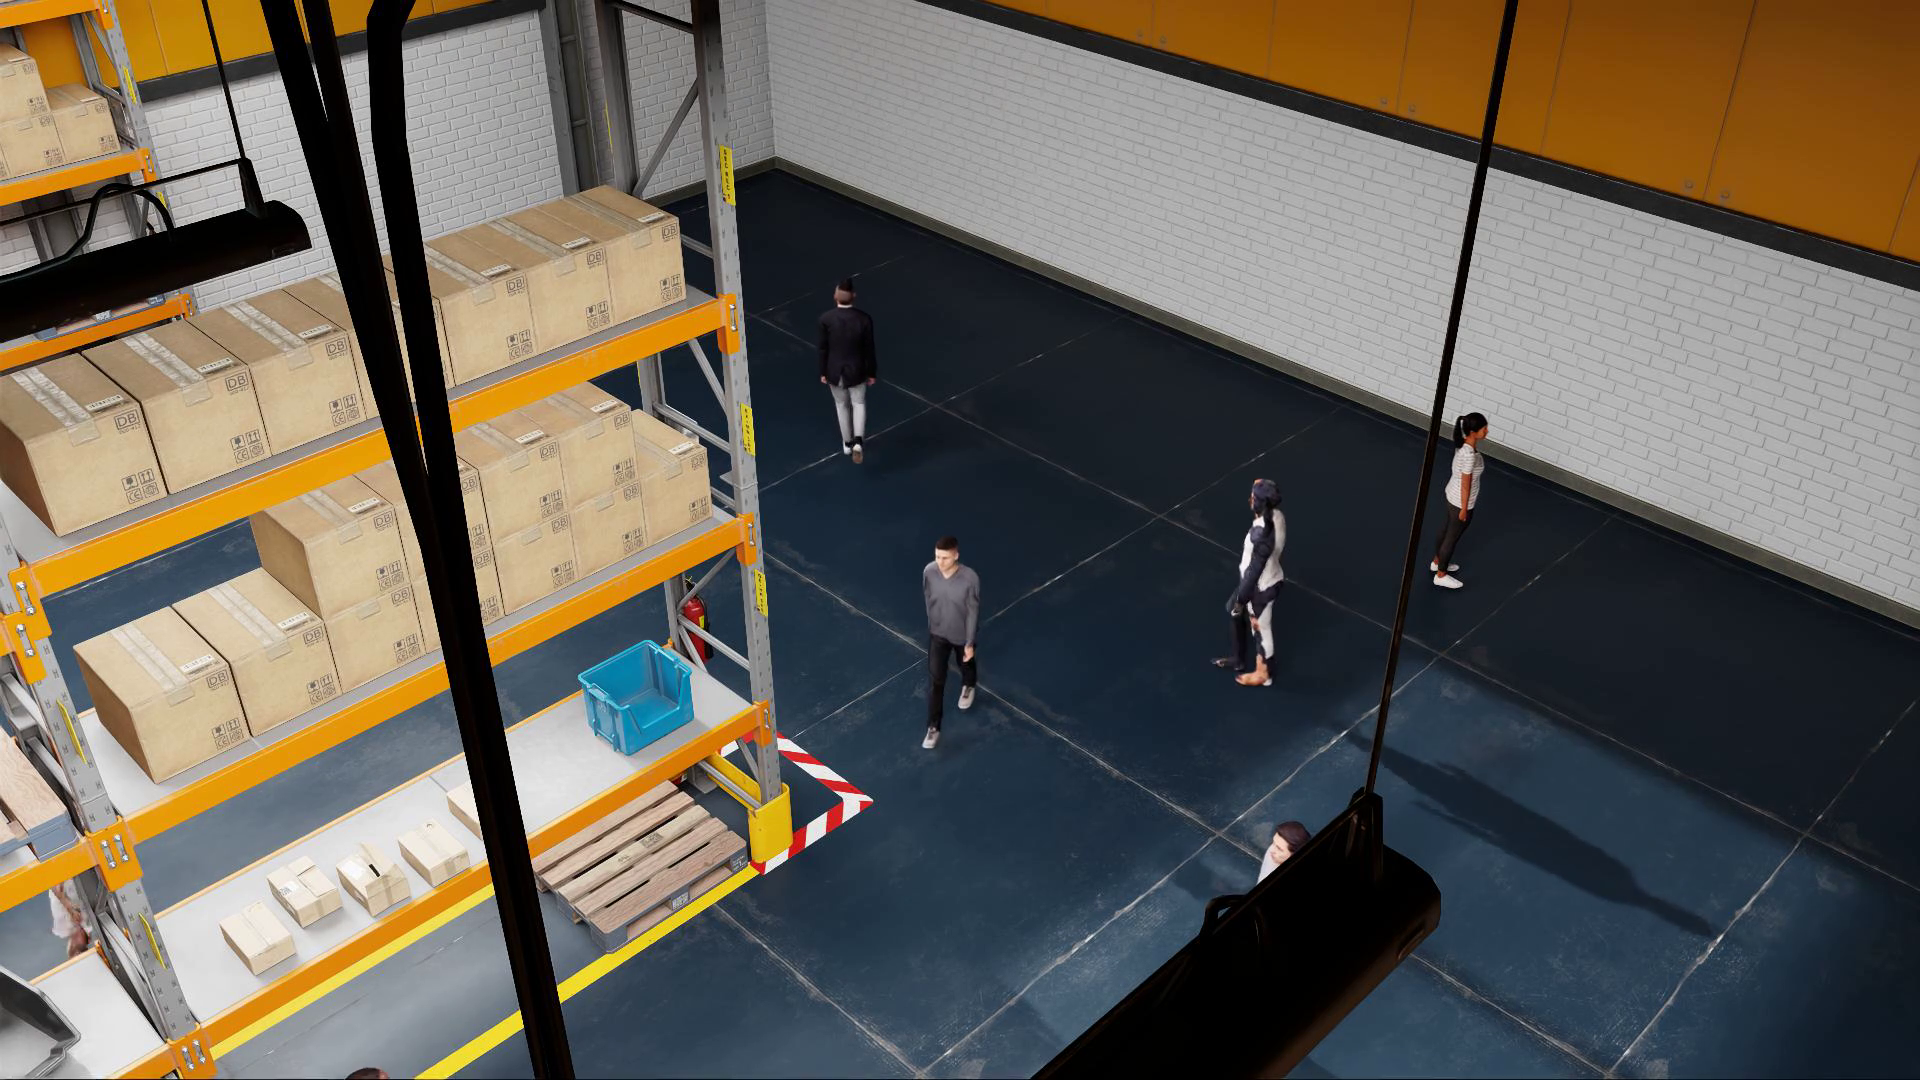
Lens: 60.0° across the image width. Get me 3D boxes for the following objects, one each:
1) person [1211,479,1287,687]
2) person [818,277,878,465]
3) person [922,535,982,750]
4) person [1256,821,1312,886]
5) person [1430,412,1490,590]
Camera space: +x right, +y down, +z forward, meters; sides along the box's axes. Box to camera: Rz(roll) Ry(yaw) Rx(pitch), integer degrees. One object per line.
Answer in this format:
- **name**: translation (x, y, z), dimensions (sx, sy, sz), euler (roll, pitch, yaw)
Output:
- **person**: translation (2.419, 0.372, 12.952), dimensions (0.947, 1.877, 0.872), euler (7, 34, 11)
- **person**: translation (-1.076, -1.591, 15.852), dimensions (1.071, 1.936, 1.118), euler (-2, 34, -2)
- **person**: translation (-0.016, 0.666, 12.654), dimensions (1.002, 1.718, 1.213), euler (8, 34, 11)
- **person**: translation (1.890, 2.401, 9.912), dimensions (0.695, 1.863, 0.743), euler (-13, 36, -18)
- **person**: translation (4.290, -0.367, 14.273), dimensions (0.718, 1.646, 0.632), euler (5, 34, 8)
